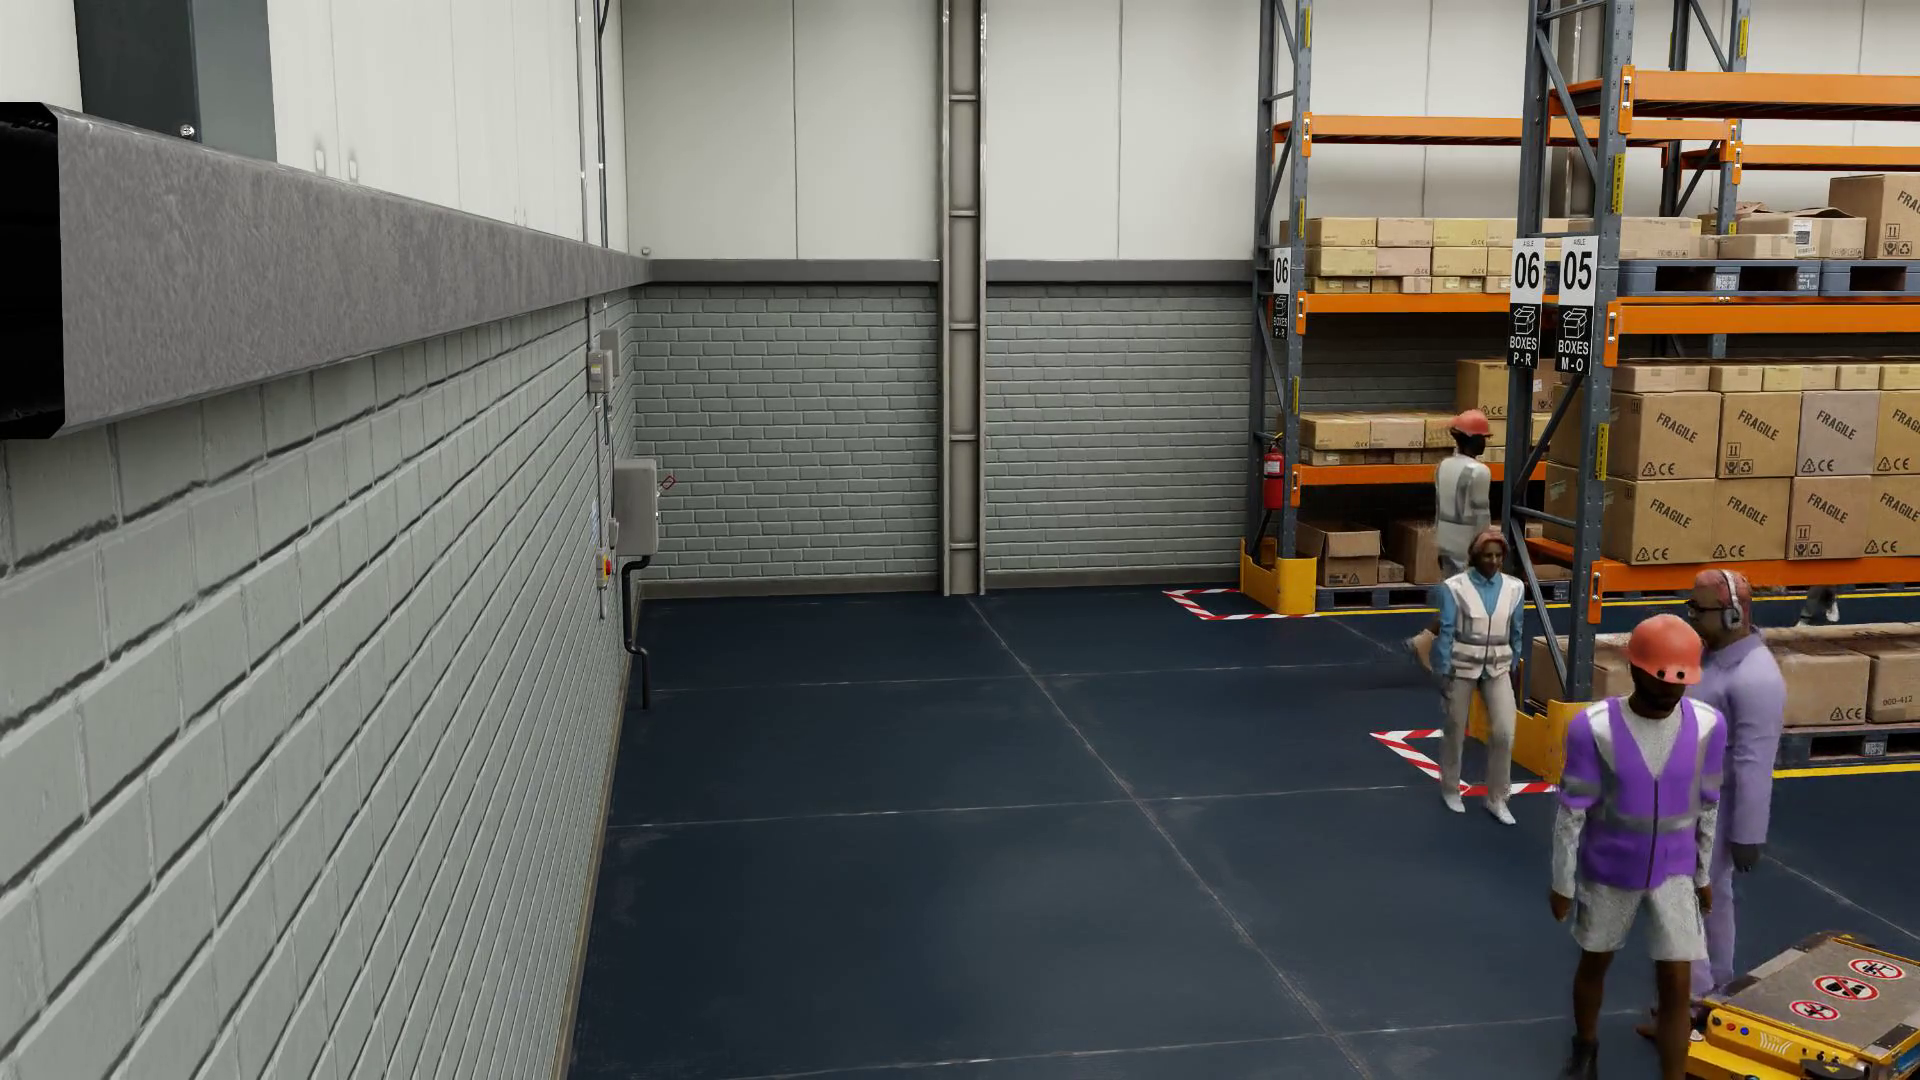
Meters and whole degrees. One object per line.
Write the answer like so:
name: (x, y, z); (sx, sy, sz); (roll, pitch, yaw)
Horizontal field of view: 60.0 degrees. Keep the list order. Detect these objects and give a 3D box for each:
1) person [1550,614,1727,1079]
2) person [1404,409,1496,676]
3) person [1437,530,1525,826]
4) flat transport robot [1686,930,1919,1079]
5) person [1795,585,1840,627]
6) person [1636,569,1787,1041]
person: (2.367, 1.171, 5.788); (0.578, 1.884, 0.809); (1, 9, 6)
person: (3.620, 0.052, 12.231); (0.637, 2.022, 0.630); (-2, 9, -12)
person: (2.867, 0.757, 9.143); (0.528, 1.618, 0.654); (-1, 9, -3)
flat transport robot: (3.415, 1.859, 6.474); (1.431, 0.197, 0.652); (-8, 12, -39)
person: (7.328, -0.163, 14.066); (0.950, 1.869, 0.594); (-8, 12, -40)
person: (2.883, 1.036, 6.572); (0.559, 1.883, 0.667); (2, 9, 13)
